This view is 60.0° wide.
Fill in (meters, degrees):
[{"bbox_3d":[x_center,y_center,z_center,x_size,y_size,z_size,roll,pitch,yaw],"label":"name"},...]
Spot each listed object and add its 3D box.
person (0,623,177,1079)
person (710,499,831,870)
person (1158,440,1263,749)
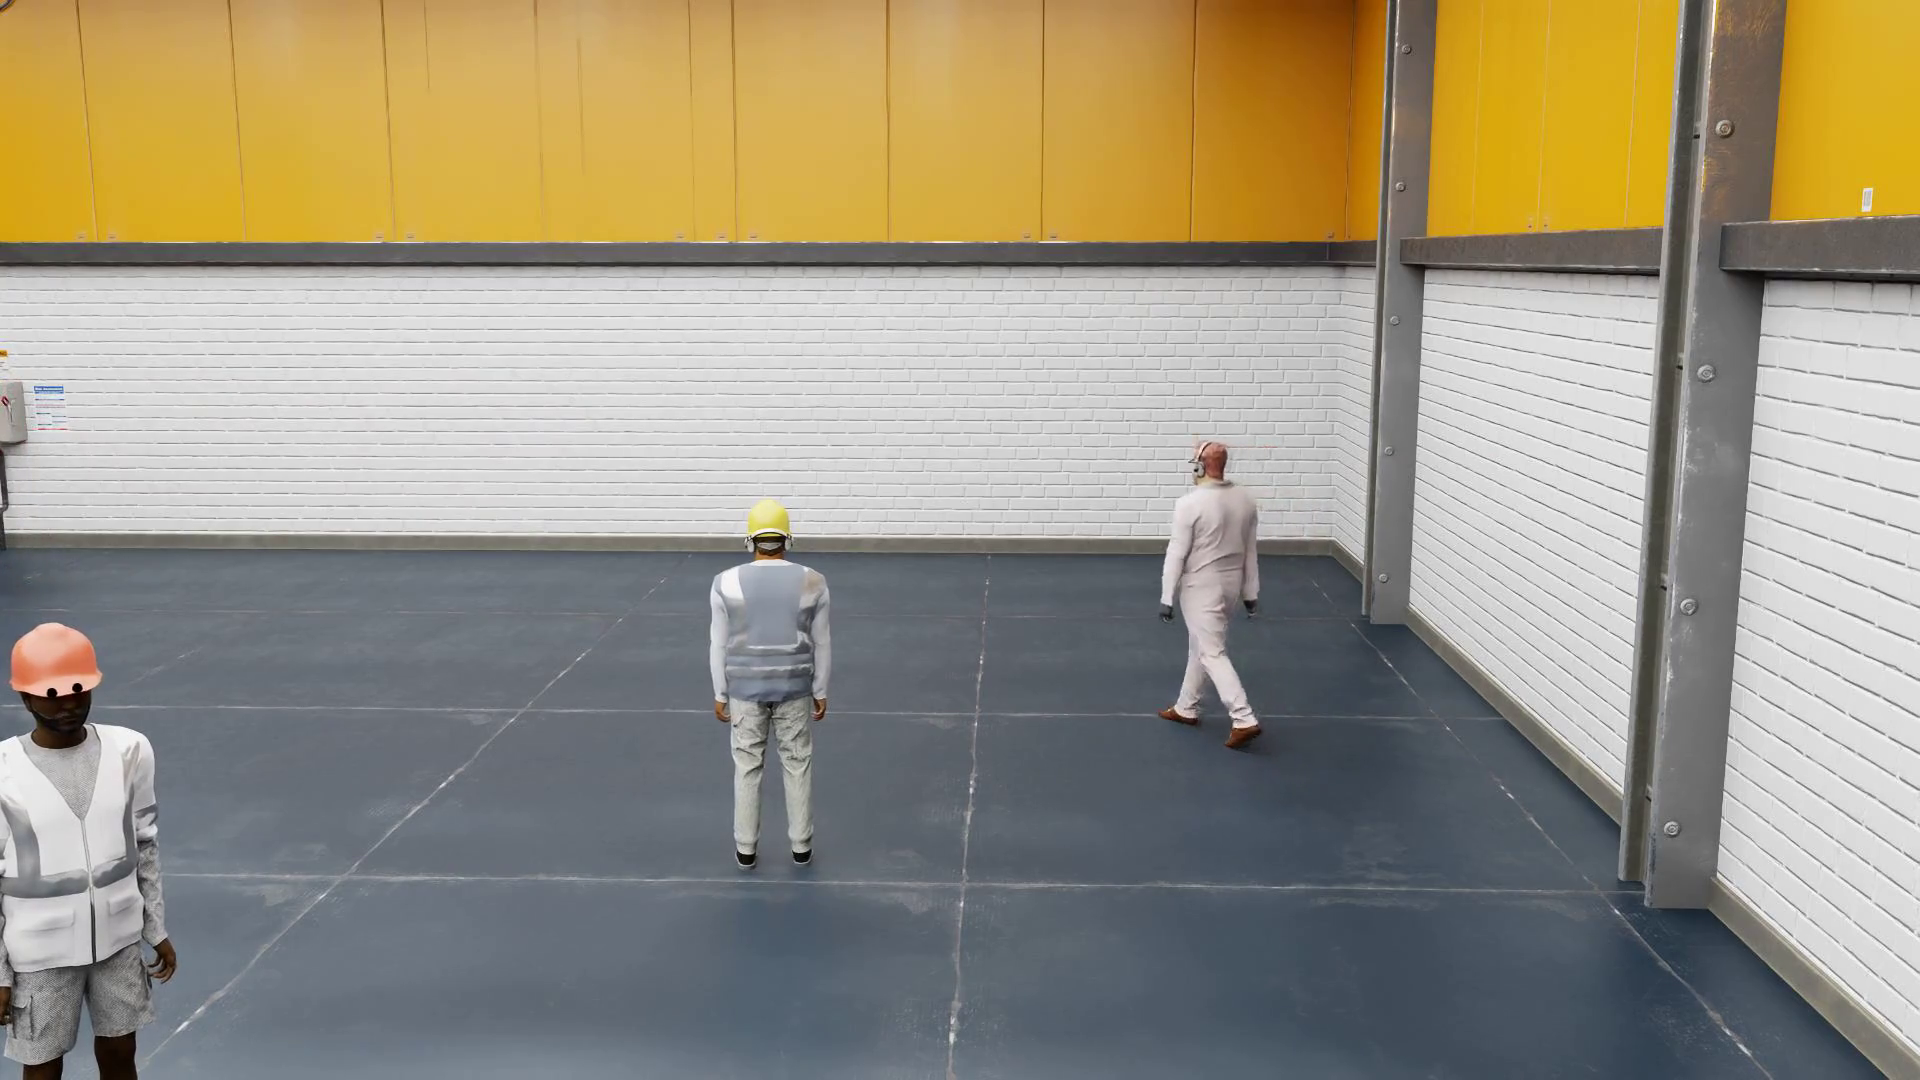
[{"bbox_3d":[-2.621,1.193,4.952,0.360,1.939,0.543,8,13,40],"label":"person"},{"bbox_3d":[-0.923,0.710,8.136,0.586,1.824,0.404,-2,10,-12],"label":"person"},{"bbox_3d":[1.578,0.320,10.282,0.669,1.873,0.954,-8,12,-38],"label":"person"}]
